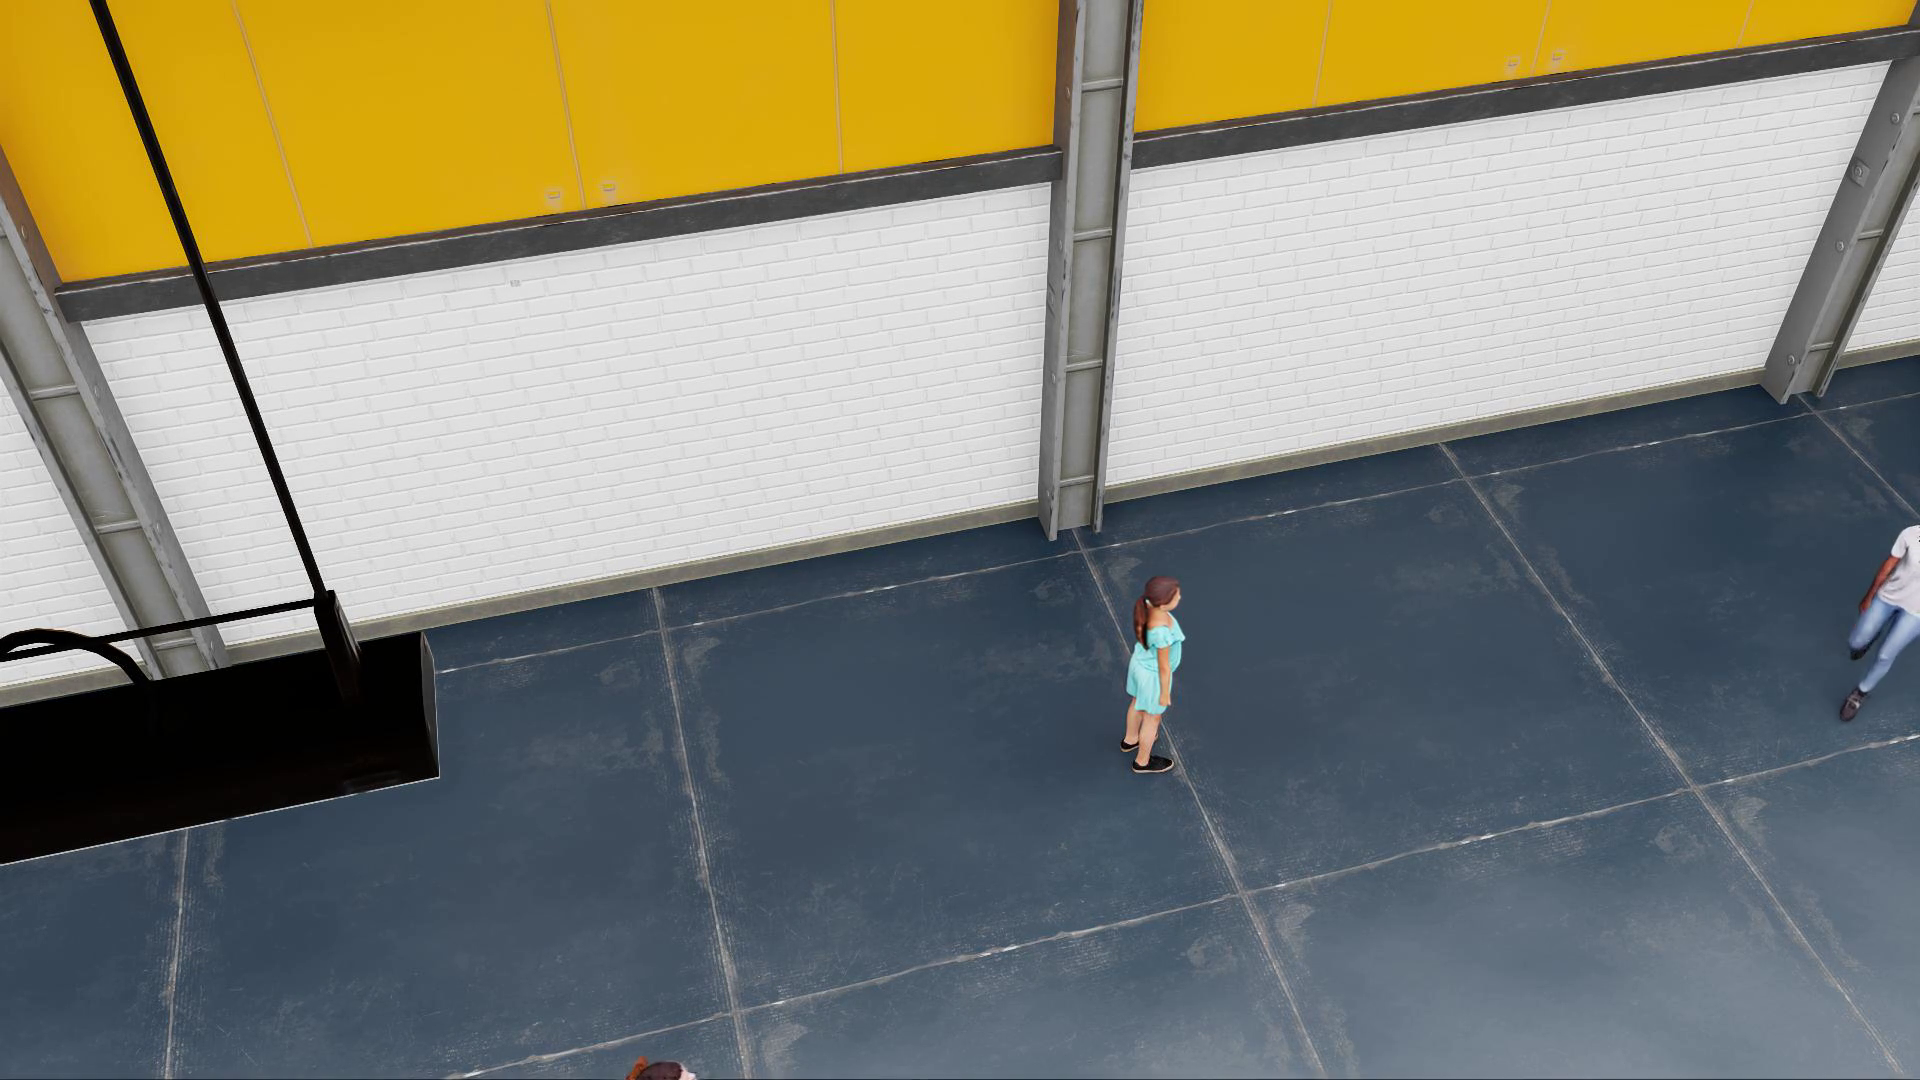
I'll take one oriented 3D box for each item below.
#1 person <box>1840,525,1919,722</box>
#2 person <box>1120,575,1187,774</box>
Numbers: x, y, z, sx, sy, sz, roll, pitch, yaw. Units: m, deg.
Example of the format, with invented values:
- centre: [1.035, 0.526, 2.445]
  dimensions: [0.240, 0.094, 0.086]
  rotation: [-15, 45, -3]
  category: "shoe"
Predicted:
- centre: [5.844, 0.367, 10.292]
  dimensions: [0.864, 1.713, 0.967]
  rotation: [29, 51, 27]
  category: "person"
- centre: [1.152, 0.784, 9.966]
  dimensions: [0.517, 1.558, 0.545]
  rotation: [-12, 45, -12]
  category: "person"
